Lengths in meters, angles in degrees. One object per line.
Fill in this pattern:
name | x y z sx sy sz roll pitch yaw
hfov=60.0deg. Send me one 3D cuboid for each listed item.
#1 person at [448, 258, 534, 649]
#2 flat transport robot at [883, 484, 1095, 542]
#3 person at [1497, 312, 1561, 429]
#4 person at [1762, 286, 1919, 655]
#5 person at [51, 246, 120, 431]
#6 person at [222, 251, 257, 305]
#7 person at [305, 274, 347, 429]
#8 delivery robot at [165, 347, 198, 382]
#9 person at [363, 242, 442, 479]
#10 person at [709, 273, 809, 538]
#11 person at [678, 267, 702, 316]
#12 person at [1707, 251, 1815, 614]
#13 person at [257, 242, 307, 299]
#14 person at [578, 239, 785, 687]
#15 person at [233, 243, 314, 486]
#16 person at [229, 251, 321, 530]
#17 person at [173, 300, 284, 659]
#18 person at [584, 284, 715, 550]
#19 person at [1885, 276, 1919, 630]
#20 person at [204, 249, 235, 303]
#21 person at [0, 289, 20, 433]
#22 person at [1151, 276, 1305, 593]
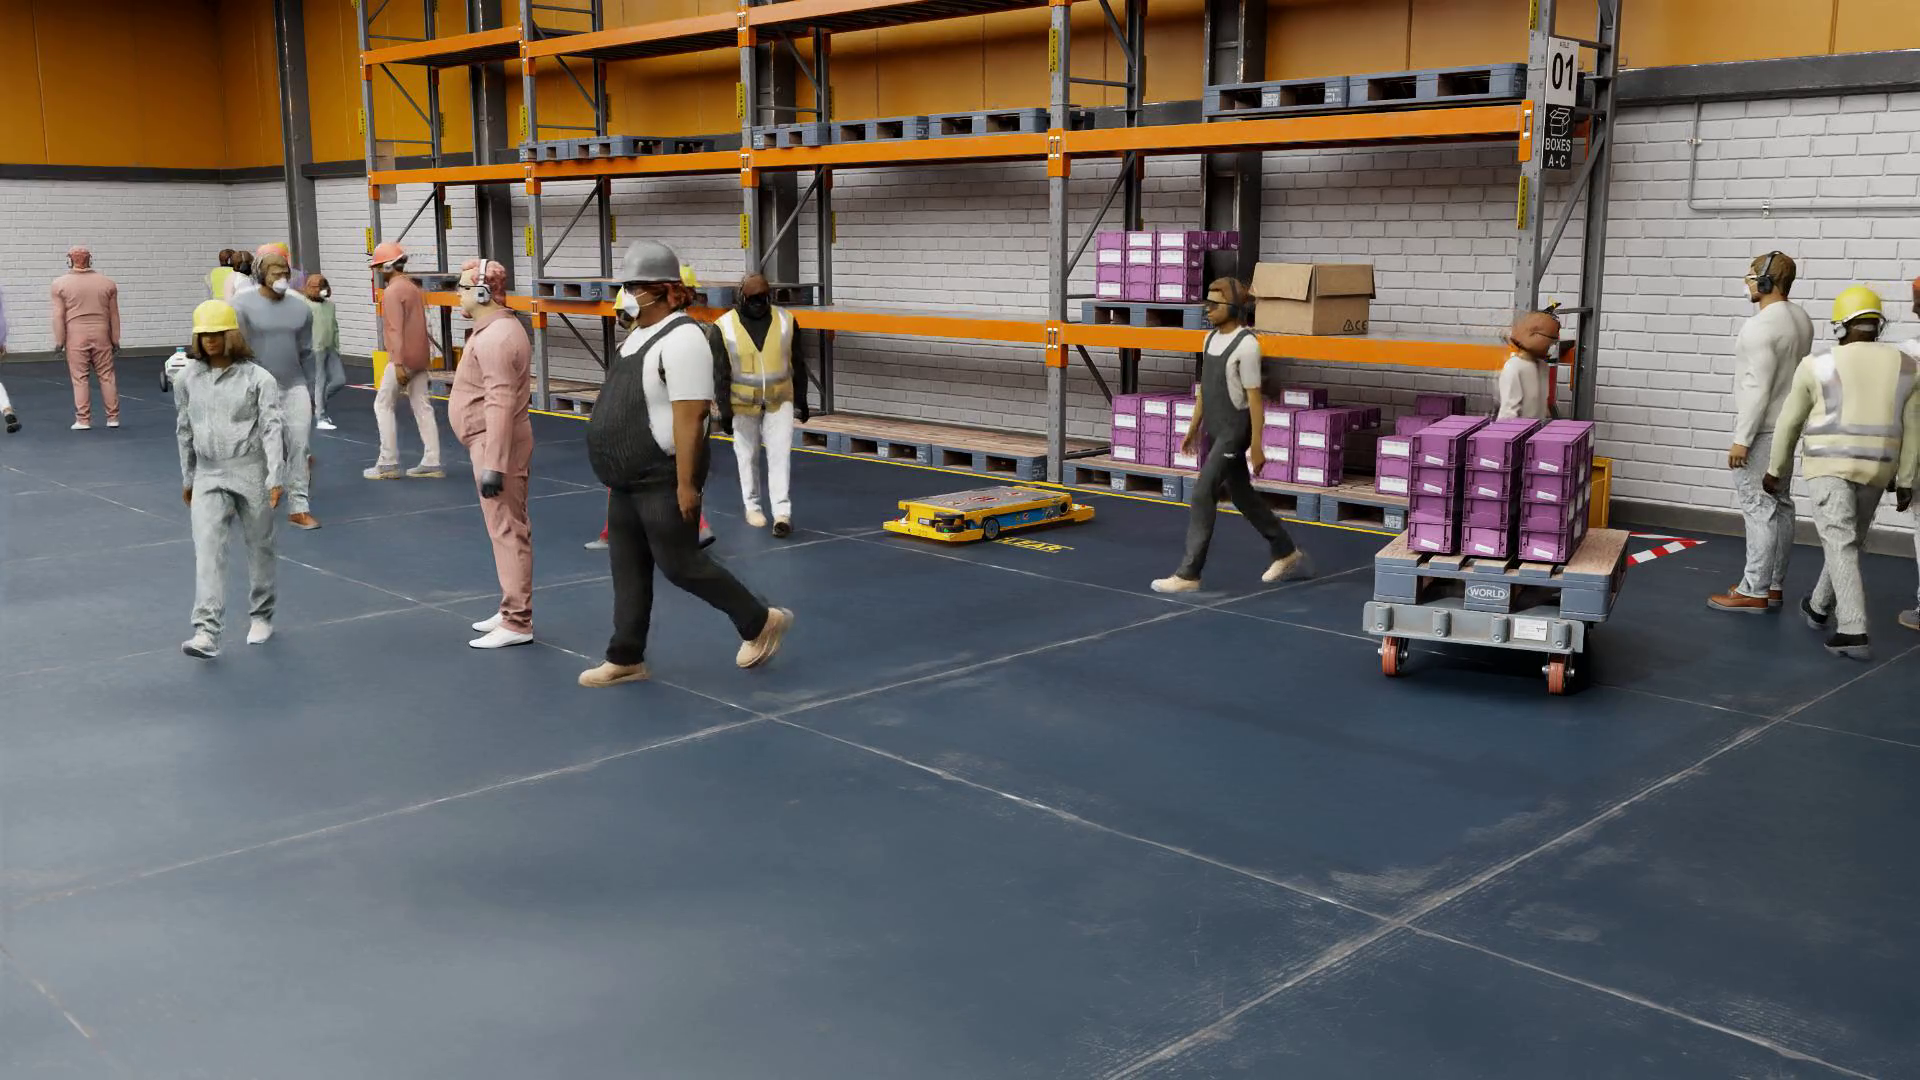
person | -2.308 -0.423 8.214 0.402 1.911 0.639 -2 11 -10
flat transport robot | 0.217 -0.201 11.467 1.431 0.197 0.652 -10 14 -44
person | 3.253 -0.533 9.687 0.504 1.586 0.858 -8 13 -39
person | 4.364 -0.355 8.216 0.617 1.777 0.958 1 10 6
person | -9.102 -2.096 17.344 0.649 1.906 0.404 -10 14 -44
person | -8.159 -2.379 19.062 0.429 1.845 0.621 -10 14 -44
person | -6.660 -1.961 17.382 0.369 1.618 0.525 4 11 23
delivery robot | -10.166 -2.273 21.725 0.477 0.478 0.707 -4 11 -20
person | -4.702 -1.487 13.877 0.775 1.955 0.630 1 10 7
person | -1.347 -0.912 11.272 0.669 1.767 0.968 -2 11 -13
person | -2.253 -1.342 13.612 0.317 1.767 0.534 -3 11 -14
person | 4.315 -0.570 8.932 0.627 1.941 0.374 -10 14 -42
person | -8.804 -2.897 21.652 0.594 1.925 0.376 -4 11 -20
person | -1.279 -0.356 7.484 0.855 2.000 0.688 -6 12 -29
person | -5.297 -1.313 12.918 0.750 1.964 0.631 7 13 34
person | -4.744 -1.029 11.476 0.654 1.919 0.629 9 13 39
person | -3.517 -0.283 7.973 0.508 1.701 0.849 -2 11 -8
person | -1.970 -0.756 10.540 0.900 1.727 0.533 4 11 23
person | 4.954 -0.418 8.340 0.643 1.863 0.487 -1 10 -6
person | -9.699 -2.948 22.178 0.619 1.840 0.430 2 11 12
person | -9.847 -1.963 16.626 0.582 1.911 0.647 7 13 35
person | 1.587 -0.603 9.509 0.968 1.806 0.525 -2 11 -13
